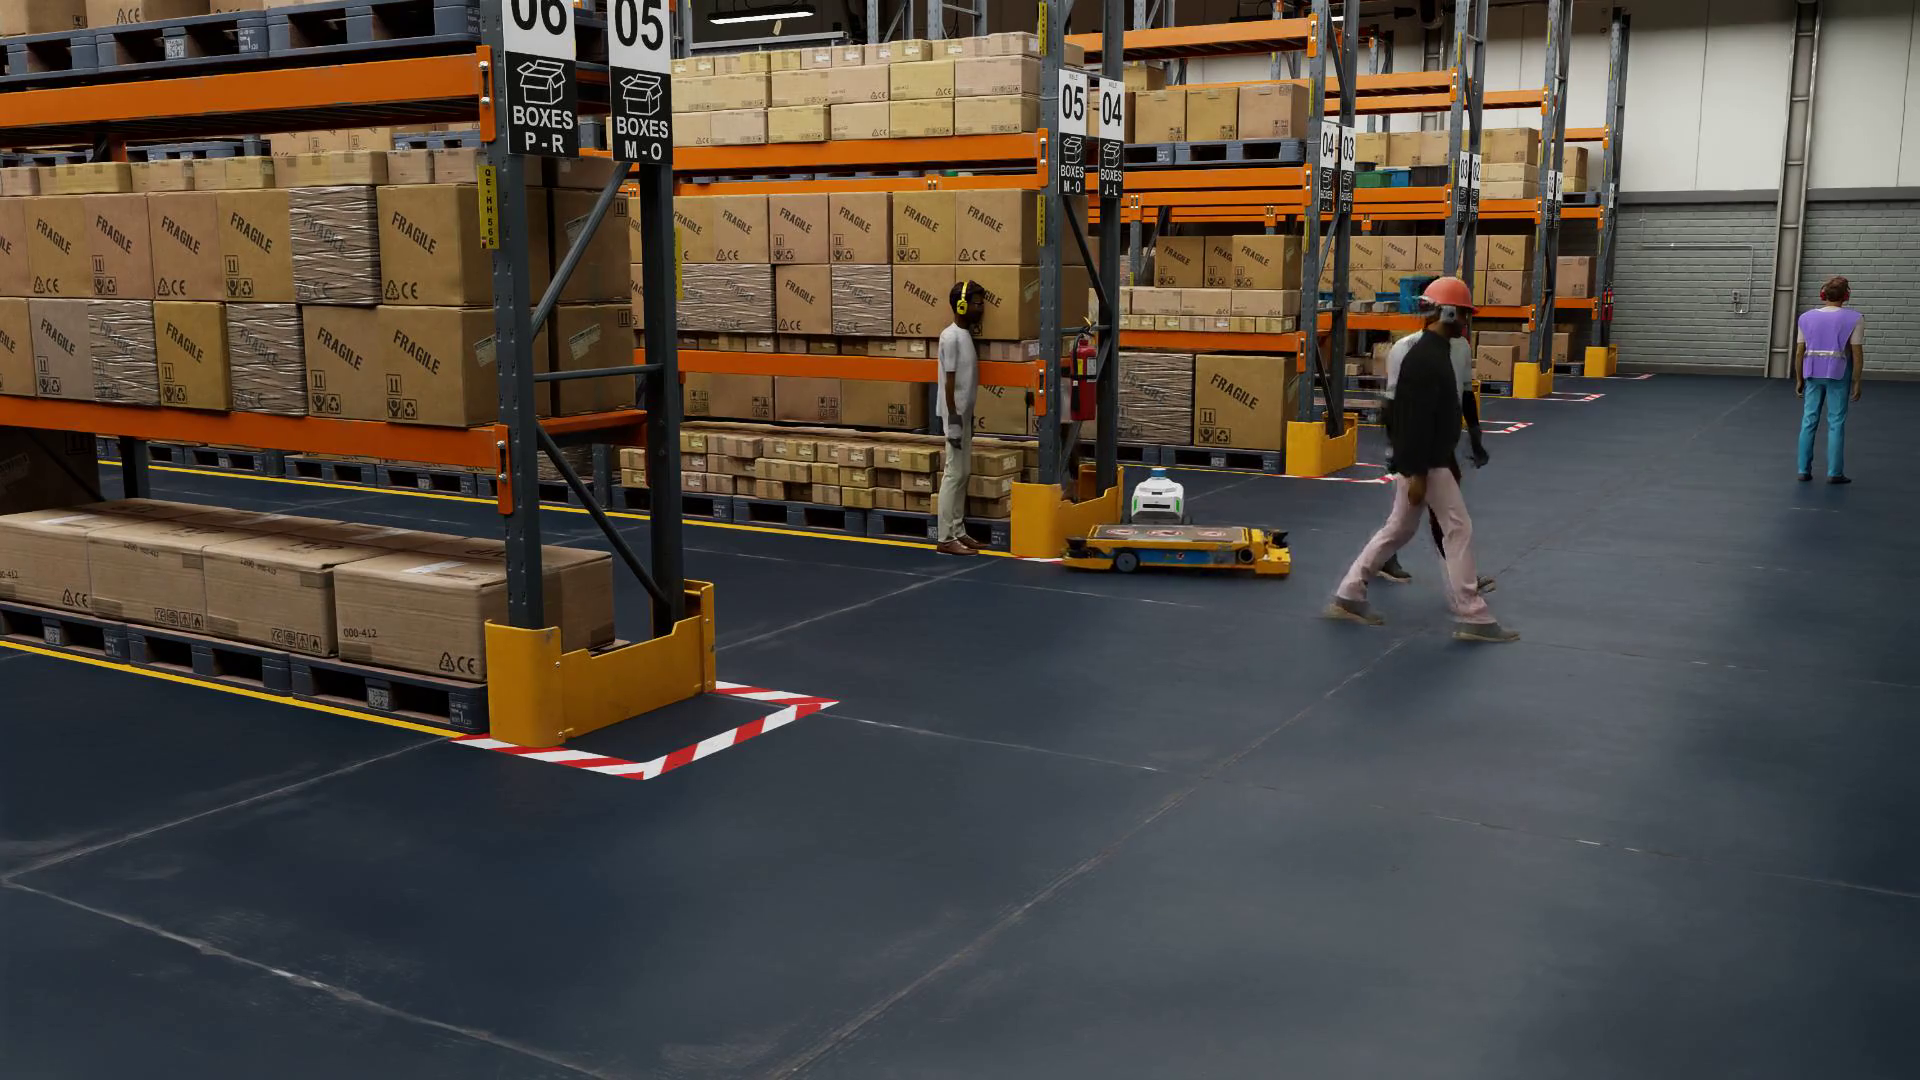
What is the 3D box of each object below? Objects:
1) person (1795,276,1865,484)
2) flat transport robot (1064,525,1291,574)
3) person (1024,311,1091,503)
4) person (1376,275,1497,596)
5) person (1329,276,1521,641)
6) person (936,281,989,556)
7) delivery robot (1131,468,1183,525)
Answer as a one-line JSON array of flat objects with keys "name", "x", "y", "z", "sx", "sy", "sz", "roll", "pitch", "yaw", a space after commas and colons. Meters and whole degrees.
[{"name": "person", "x": 7.766, "y": -1.425, "z": 14.884, "sx": 0.384, "sy": 1.849, "sz": 0.569, "roll": -9, "pitch": 13, "yaw": -42}, {"name": "flat transport robot", "x": 1.424, "y": 0.047, "z": 10.881, "sx": 1.431, "sy": 0.197, "sz": 0.652, "roll": 1, "pitch": 10, "yaw": 8}, {"name": "person", "x": 0.728, "y": -1.327, "z": 13.811, "sx": 0.868, "sy": 2.014, "sz": 0.649, "roll": 8, "pitch": 12, "yaw": 38}, {"name": "person", "x": 2.868, "y": -0.629, "z": 10.048, "sx": 0.613, "sy": 1.917, "sz": 1.019, "roll": -7, "pitch": 12, "yaw": -36}, {"name": "person", "x": 2.508, "y": -0.437, "z": 8.934, "sx": 0.948, "sy": 1.947, "sz": 0.629, "roll": 2, "pitch": 10, "yaw": 11}, {"name": "person", "x": 0.012, "y": -0.821, "z": 11.338, "sx": 0.333, "sy": 1.858, "sz": 0.510, "roll": 2, "pitch": 10, "yaw": 14}, {"name": "delivery robot", "x": 1.375, "y": -0.256, "z": 11.553, "sx": 0.477, "sy": 0.478, "sz": 0.707, "roll": 2, "pitch": 10, "yaw": 8}]
